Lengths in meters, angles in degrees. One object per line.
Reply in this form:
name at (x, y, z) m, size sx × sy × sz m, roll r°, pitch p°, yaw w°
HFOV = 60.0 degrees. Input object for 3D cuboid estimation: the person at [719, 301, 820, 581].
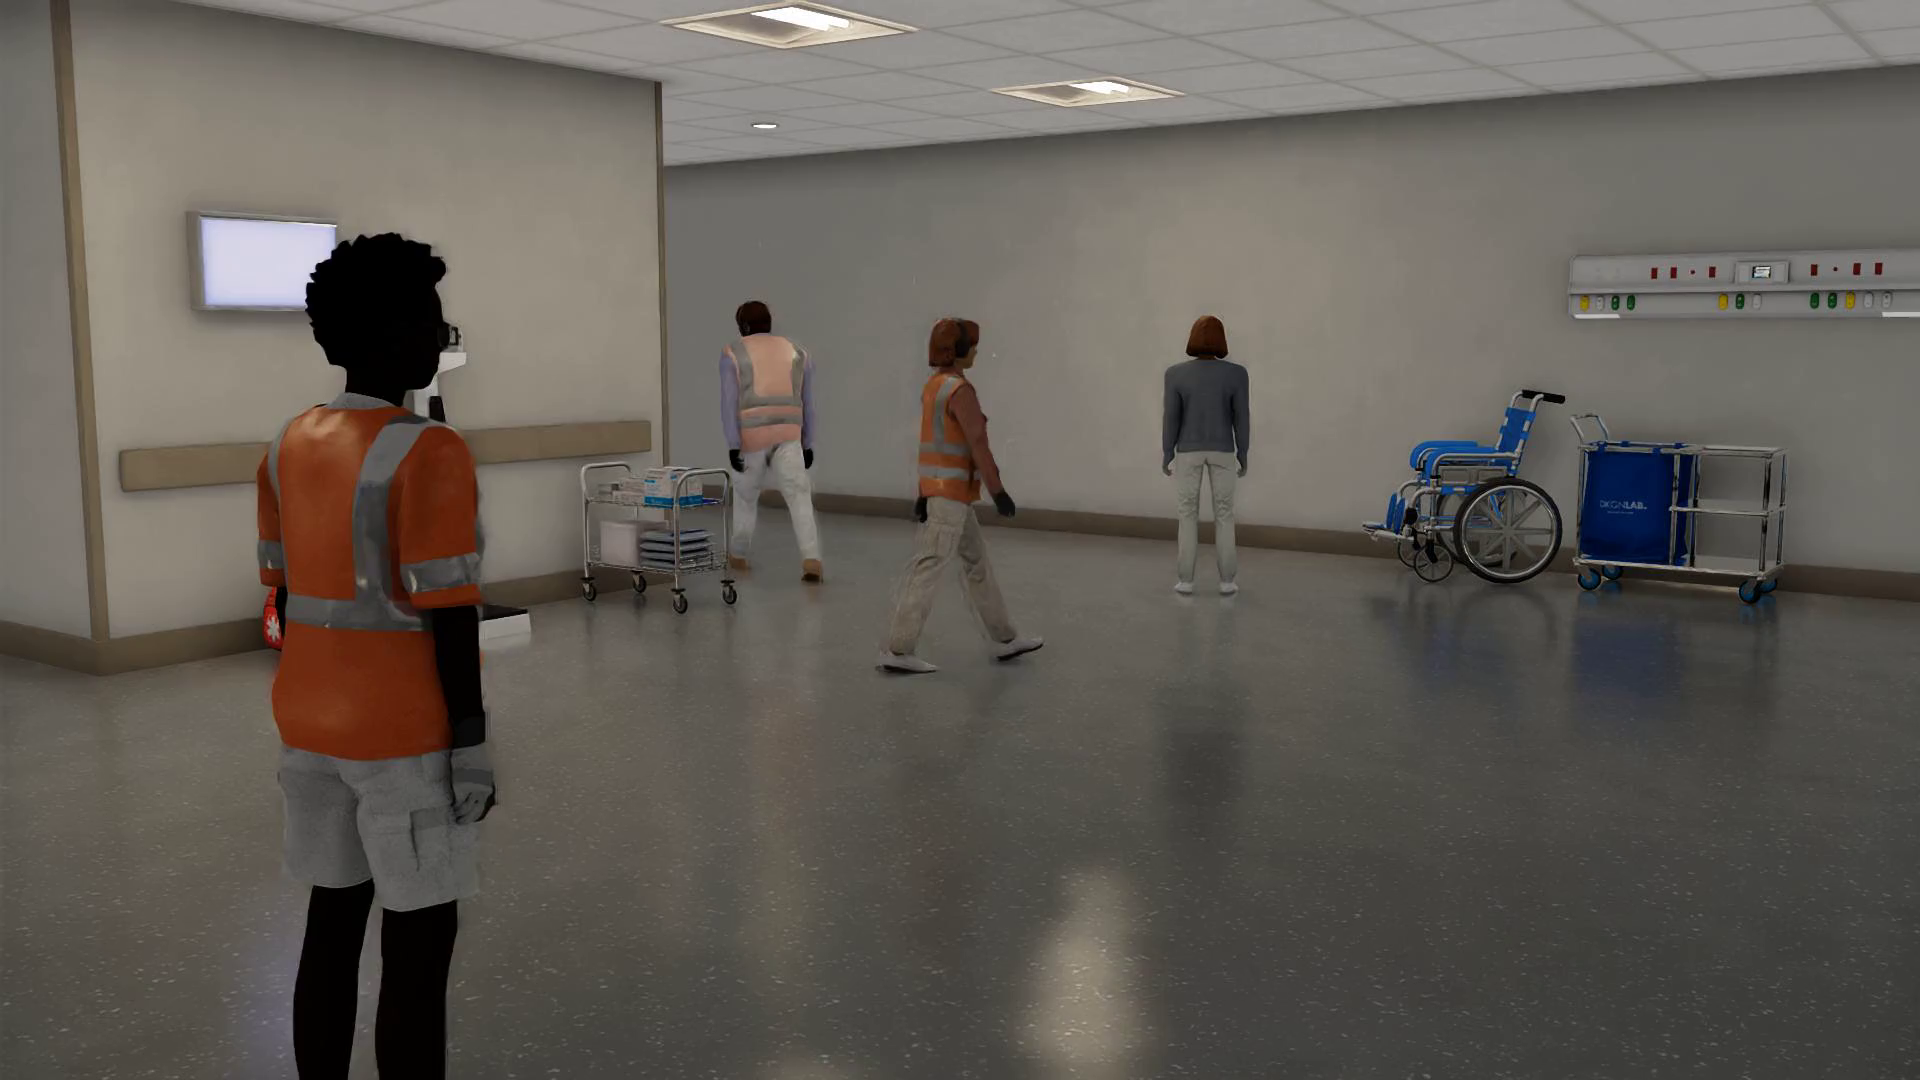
person at (-1.179, -0.623, 10.408) m, size 0.640 × 1.749 × 1.125 m, roll -4°, pitch 8°, yaw -27°

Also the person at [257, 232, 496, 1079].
person at (-0.987, 0.330, 2.864) m, size 0.537 × 1.695 × 0.320 m, roll 5°, pitch 9°, yaw 37°

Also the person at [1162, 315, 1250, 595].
person at (1.430, -0.488, 9.695) m, size 0.507 × 1.632 × 0.268 m, roll 1°, pitch 7°, yaw 6°

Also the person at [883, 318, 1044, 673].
person at (0.006, -0.197, 7.525) m, size 0.819 × 1.597 × 0.507 m, roll -2°, pitch 7°, yaw -12°
